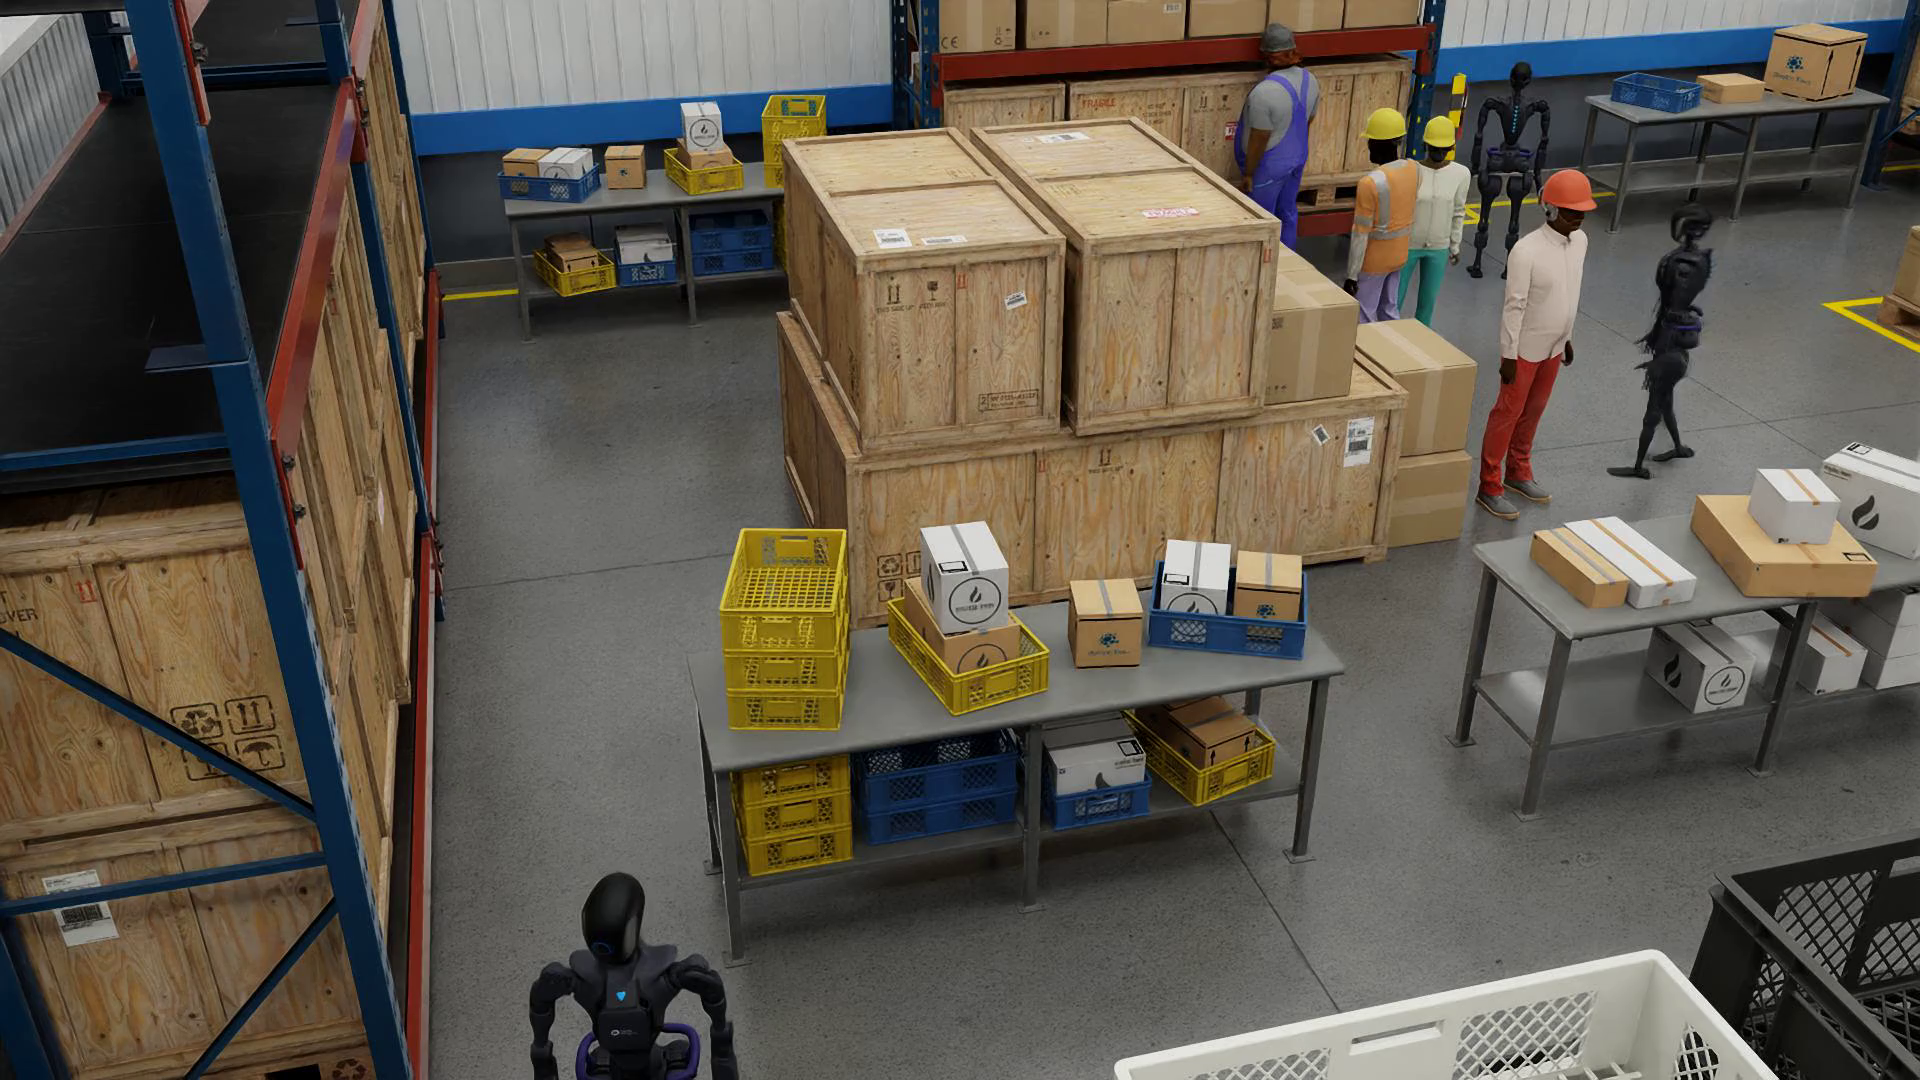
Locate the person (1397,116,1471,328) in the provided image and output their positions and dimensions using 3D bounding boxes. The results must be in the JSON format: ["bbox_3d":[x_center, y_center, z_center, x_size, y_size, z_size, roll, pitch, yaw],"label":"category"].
[{"bbox_3d":[3.099,-1.956,11.113,0.525,1.767,0.329,-1,29,-2],"label":"person"}]

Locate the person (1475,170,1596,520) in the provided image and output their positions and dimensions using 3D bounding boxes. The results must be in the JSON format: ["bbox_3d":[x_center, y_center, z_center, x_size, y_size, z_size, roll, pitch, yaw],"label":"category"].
[{"bbox_3d":[3.237,-1.095,9.316,0.607,1.995,0.374,-20,35,-32],"label":"person"}]

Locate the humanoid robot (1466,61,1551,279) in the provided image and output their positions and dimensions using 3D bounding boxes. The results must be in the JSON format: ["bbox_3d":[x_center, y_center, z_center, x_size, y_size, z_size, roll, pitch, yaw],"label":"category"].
[{"bbox_3d":[4.208,-2.846,12.808,0.586,1.657,0.331,7,30,12],"label":"humanoid robot"}]

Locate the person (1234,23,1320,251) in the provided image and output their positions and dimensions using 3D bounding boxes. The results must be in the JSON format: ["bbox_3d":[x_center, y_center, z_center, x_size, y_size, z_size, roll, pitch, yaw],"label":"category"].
[{"bbox_3d":[2.290,-2.826,12.411,0.672,2.000,0.536,-24,37,-36],"label":"person"}]

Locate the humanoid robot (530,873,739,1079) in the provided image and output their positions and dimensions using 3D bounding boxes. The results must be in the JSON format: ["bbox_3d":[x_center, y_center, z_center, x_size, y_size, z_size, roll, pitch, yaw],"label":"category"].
[{"bbox_3d":[-0.901,1.612,4.717,0.609,1.656,0.315,-3,29,-5],"label":"humanoid robot"}]

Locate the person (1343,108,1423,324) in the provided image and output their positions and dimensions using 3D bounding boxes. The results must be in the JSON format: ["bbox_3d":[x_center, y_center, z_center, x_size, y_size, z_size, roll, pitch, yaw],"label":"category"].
[{"bbox_3d":[2.670,-1.813,10.707,0.583,1.915,0.392,-23,36,-35],"label":"person"}]

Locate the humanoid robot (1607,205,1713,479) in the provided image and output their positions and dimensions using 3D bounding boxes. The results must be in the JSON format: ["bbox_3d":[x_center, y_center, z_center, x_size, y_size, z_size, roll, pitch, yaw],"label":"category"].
[{"bbox_3d":[4.178,-1.127,9.700,0.491,1.659,0.640,13,31,22],"label":"humanoid robot"}]
